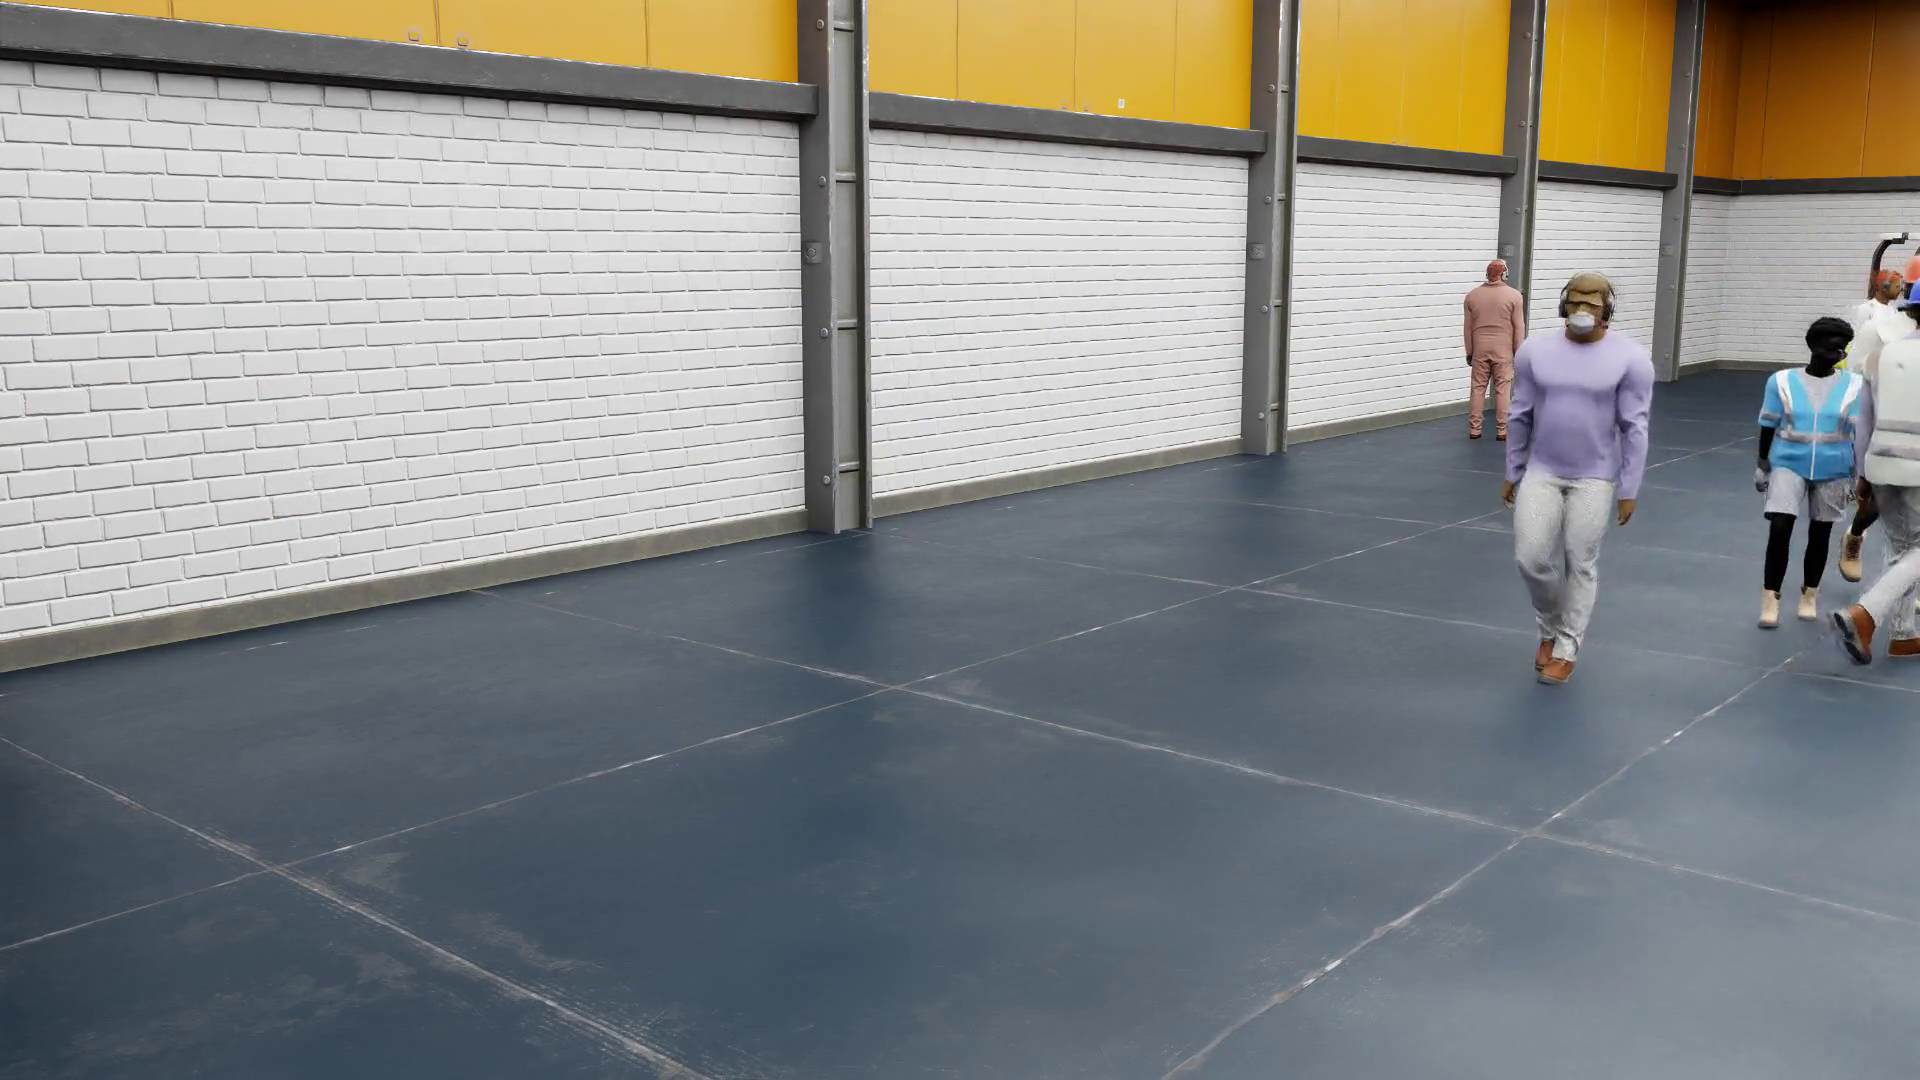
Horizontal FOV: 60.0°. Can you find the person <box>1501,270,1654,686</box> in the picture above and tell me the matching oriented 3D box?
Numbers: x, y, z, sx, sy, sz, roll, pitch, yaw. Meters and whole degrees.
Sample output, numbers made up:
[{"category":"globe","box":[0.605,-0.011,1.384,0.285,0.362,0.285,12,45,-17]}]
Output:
[{"category":"person","box":[2.823,-0.273,7.686,0.657,1.925,0.428,7,12,34]}]

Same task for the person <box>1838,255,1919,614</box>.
[{"category":"person","box":[5.345,-0.624,9.437,0.612,2.022,0.699,2,10,10]}]

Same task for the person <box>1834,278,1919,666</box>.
[{"category":"person","box":[4.528,-0.323,7.976,0.709,1.926,0.622,-4,11,-20]}]

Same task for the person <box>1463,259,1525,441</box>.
[{"category":"person","box":[5.649,-2.003,17.590,0.643,1.909,0.410,7,12,35]}]

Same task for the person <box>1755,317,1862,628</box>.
[{"category":"person","box":[4.538,-0.350,8.866,0.548,1.656,0.719,4,11,24]}]

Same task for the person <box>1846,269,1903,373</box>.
[{"category":"person","box":[8.528,-1.620,15.634,0.591,1.839,0.995,-7,12,-36]}]

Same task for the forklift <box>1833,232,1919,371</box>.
[{"category":"forklift","box":[9.955,-1.972,16.595,2.313,2.155,1.214,1,10,8]}]

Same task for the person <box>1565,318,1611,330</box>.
[{"category":"person","box":[7.743,-2.415,20.558,0.539,1.689,0.319,3,10,16]}]
